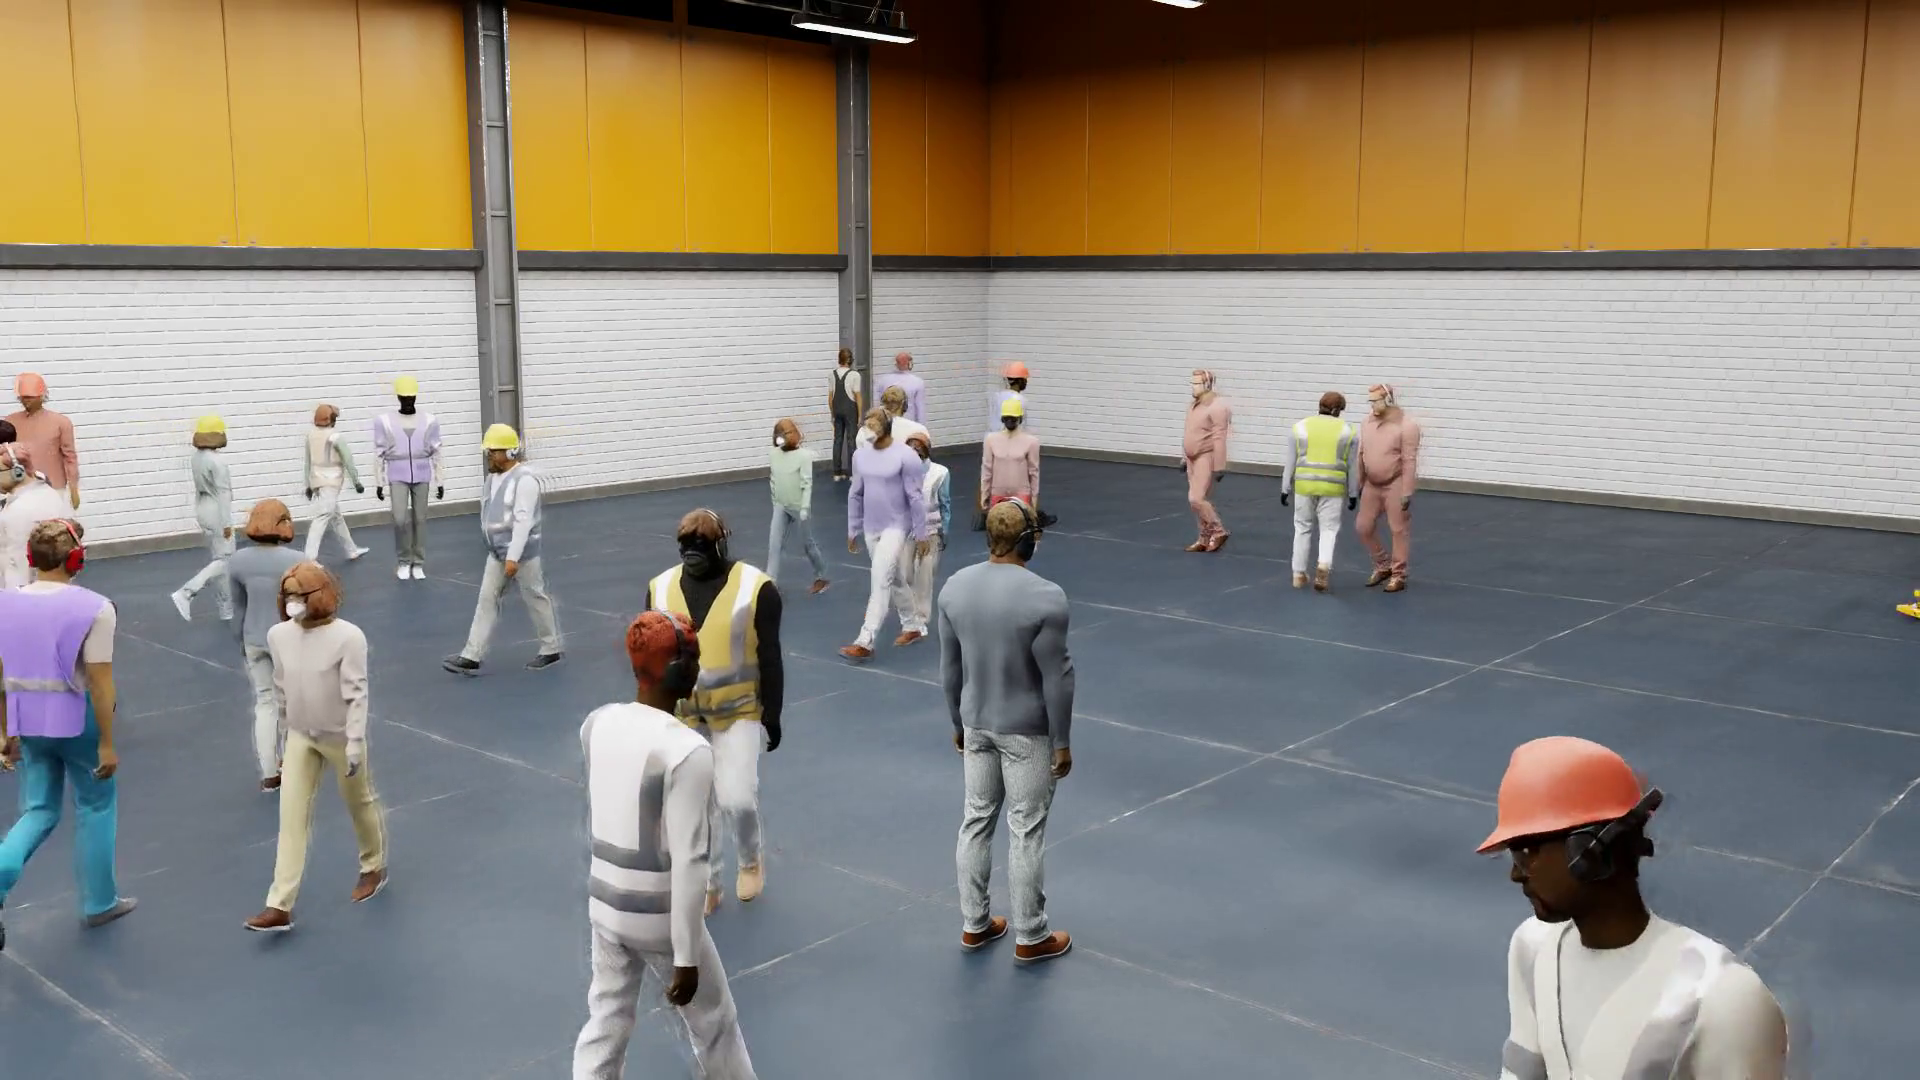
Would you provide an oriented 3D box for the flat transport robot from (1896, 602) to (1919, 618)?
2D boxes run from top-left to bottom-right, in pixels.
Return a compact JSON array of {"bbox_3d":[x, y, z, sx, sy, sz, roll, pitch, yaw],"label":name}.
[{"bbox_3d":[8.513,0.553,13.524,1.431,0.197,0.652,0,9,-1],"label":"flat transport robot"}]

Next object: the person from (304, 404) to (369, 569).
[{"bbox_3d":[-6.123,-0.521,16.167,0.501,1.583,0.895,5,11,31],"label":"person"}]

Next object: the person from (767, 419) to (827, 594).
[{"bbox_3d":[-1.467,-0.278,14.607,0.507,1.591,0.817,6,11,31],"label":"person"}]

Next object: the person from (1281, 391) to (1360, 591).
[{"bbox_3d":[3.224,-0.432,14.916,0.691,1.805,0.642,3,9,16],"label":"person"}]

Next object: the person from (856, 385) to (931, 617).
[{"bbox_3d":[-0.536,-0.306,13.722,0.627,1.934,0.371,1,9,9],"label":"person"}]

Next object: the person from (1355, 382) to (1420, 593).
[{"bbox_3d":[3.821,-0.472,14.908,0.426,1.878,0.686,-7,11,-38],"label":"person"}]

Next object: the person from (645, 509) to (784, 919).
[{"bbox_3d":[-1.095,0.767,7.308,0.648,1.829,0.432,2,9,12],"label":"person"}]

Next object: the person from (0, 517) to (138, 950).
[{"bbox_3d":[-3.839,0.827,6.996,0.575,1.818,0.739,1,9,8],"label":"person"}]

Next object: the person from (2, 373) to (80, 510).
[{"bbox_3d":[-8.105,-0.449,14.537,0.676,1.984,0.573,-1,9,-4],"label":"person"}]

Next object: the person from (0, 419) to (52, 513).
[{"bbox_3d":[-6.077,0.189,10.657,0.593,1.919,0.391,-2,9,-12],"label":"person"}]

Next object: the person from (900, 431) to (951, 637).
[{"bbox_3d":[-0.330,-0.059,13.151,0.517,1.620,0.460,0,9,1],"label":"person"}]

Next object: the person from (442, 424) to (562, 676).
[{"bbox_3d":[-3.234,0.083,11.718,0.602,1.786,0.901,8,12,41],"label":"person"}]

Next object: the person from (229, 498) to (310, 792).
[{"bbox_3d":[-3.754,0.574,9.150,0.520,1.617,0.375,2,9,12],"label":"person"}]

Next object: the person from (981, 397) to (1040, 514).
[{"bbox_3d":[0.464,-0.422,14.992,0.538,1.753,0.558,2,9,13],"label":"person"}]

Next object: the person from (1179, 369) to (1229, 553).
[{"bbox_3d":[2.442,-0.790,16.911,0.420,1.893,0.646,-3,9,-16],"label":"person"}]

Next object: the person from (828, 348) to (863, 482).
[{"bbox_3d":[-1.560,-1.707,22.793,0.541,1.843,0.356,4,10,24],"label":"person"}]

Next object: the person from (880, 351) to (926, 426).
[{"bbox_3d":[-0.708,-1.427,20.882,0.649,1.891,0.478,4,10,23],"label":"person"}]

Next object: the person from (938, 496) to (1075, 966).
[{"bbox_3d":[0.200,0.783,6.864,0.630,1.940,0.372,6,11,35],"label":"person"}]

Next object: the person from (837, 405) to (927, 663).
[{"bbox_3d":[-0.579,-0.061,12.367,0.634,1.876,1.051,7,12,39],"label":"person"}]

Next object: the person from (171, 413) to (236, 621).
[{"bbox_3d":[-6.109,-0.170,13.518,0.491,1.721,0.647,8,12,41],"label":"person"}]

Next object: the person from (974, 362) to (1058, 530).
[{"bbox_3d":[0.595,-1.035,18.477,1.039,1.881,0.560,-6,11,-31],"label":"person"}]

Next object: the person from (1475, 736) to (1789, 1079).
[{"bbox_3d":[1.201,1.370,3.066,0.734,1.978,0.702,-1,9,-9],"label":"person"}]

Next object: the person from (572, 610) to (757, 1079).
[{"bbox_3d":[-0.856,1.116,5.060,0.602,1.832,0.944,8,12,41],"label":"person"}]

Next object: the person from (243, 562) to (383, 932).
[{"bbox_3d":[-2.810,0.889,7.268,0.516,1.586,0.847,2,9,12],"label":"person"}]

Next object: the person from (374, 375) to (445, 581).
[{"bbox_3d":[-5.074,-0.564,15.384,0.611,1.912,0.500,-5,10,-27],"label":"person"}]

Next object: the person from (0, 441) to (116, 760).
[{"bbox_3d":[-5.374,0.355,9.743,0.515,1.880,0.686,-3,10,-19],"label":"person"}]
